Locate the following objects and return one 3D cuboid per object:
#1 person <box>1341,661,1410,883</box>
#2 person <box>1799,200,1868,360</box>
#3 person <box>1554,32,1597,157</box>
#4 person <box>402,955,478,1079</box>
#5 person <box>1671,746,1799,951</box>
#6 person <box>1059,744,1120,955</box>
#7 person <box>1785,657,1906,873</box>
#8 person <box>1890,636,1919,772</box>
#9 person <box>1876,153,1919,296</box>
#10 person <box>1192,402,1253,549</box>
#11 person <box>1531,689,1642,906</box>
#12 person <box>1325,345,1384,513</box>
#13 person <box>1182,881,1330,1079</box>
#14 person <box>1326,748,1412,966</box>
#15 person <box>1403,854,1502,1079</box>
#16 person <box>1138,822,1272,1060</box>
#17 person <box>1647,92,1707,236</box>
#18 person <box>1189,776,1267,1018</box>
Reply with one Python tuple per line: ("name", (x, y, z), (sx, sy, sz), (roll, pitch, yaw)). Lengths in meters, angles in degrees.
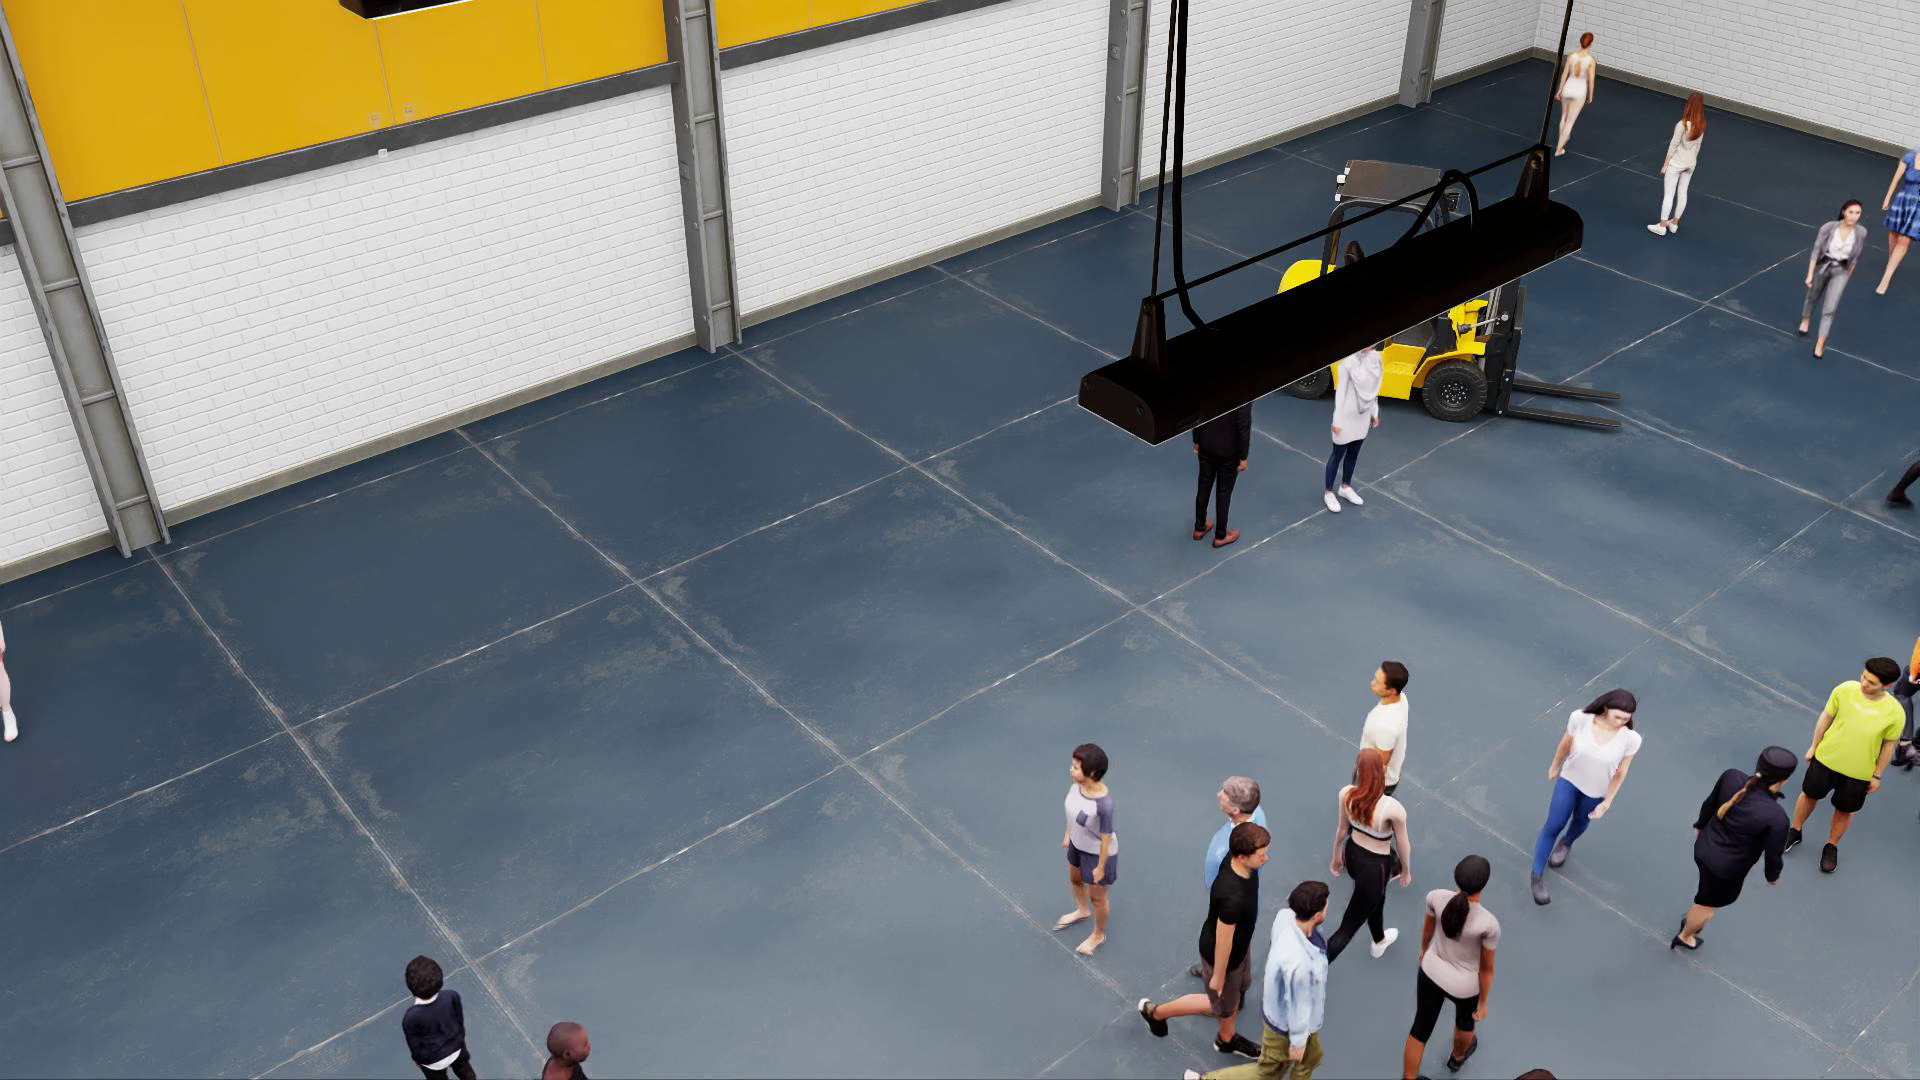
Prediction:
("person", (2.775, 1.537, 10.704), (0.876, 1.792, 0.808), (11, 35, 16))
("person", (9.035, -2.770, 17.340), (0.955, 1.619, 1.200), (13, 36, 19))
("person", (8.084, -5.866, 21.996), (0.652, 1.621, 0.887), (27, 42, 34))
("person", (-2.897, 2.815, 9.296), (0.409, 1.223, 0.562), (-27, 42, -34))
("person", (4.642, 1.960, 10.198), (0.808, 1.647, 0.818), (-11, 35, -16))
("person", (0.814, 1.907, 10.352), (0.581, 1.564, 0.615), (-22, 40, -30))
("person", (5.837, 1.428, 10.946), (0.647, 1.706, 0.574), (27, 42, 34))
("person", (6.880, 0.960, 11.620), (0.772, 1.739, 0.833), (2, 34, 2))
("person", (10.598, -3.678, 18.582), (0.805, 1.756, 1.213), (23, 40, 31))
("person", (2.201, -0.804, 14.143), (0.727, 1.883, 0.603), (26, 41, 33))
("person", (4.081, 1.566, 10.803), (0.895, 1.634, 1.101), (18, 38, 25))
("person", (3.472, -1.101, 14.687), (0.558, 1.777, 0.727), (-15, 37, -22))
("person", (1.708, 2.598, 9.123), (1.156, 1.775, 1.168), (8, 34, 12))
("person", (2.378, 2.057, 10.010), (1.192, 1.694, 0.618), (-21, 39, -29))
("person", (2.701, 2.518, 9.291), (0.742, 1.722, 0.981), (25, 41, 33))
("person", (1.442, 2.291, 9.528), (1.053, 1.838, 1.077), (10, 35, 15))
("person", (8.607, -4.479, 19.828), (0.588, 1.711, 0.709), (-12, 35, -17))
("person", (1.635, 2.089, 9.857), (0.793, 1.809, 0.734), (3, 34, 4))
